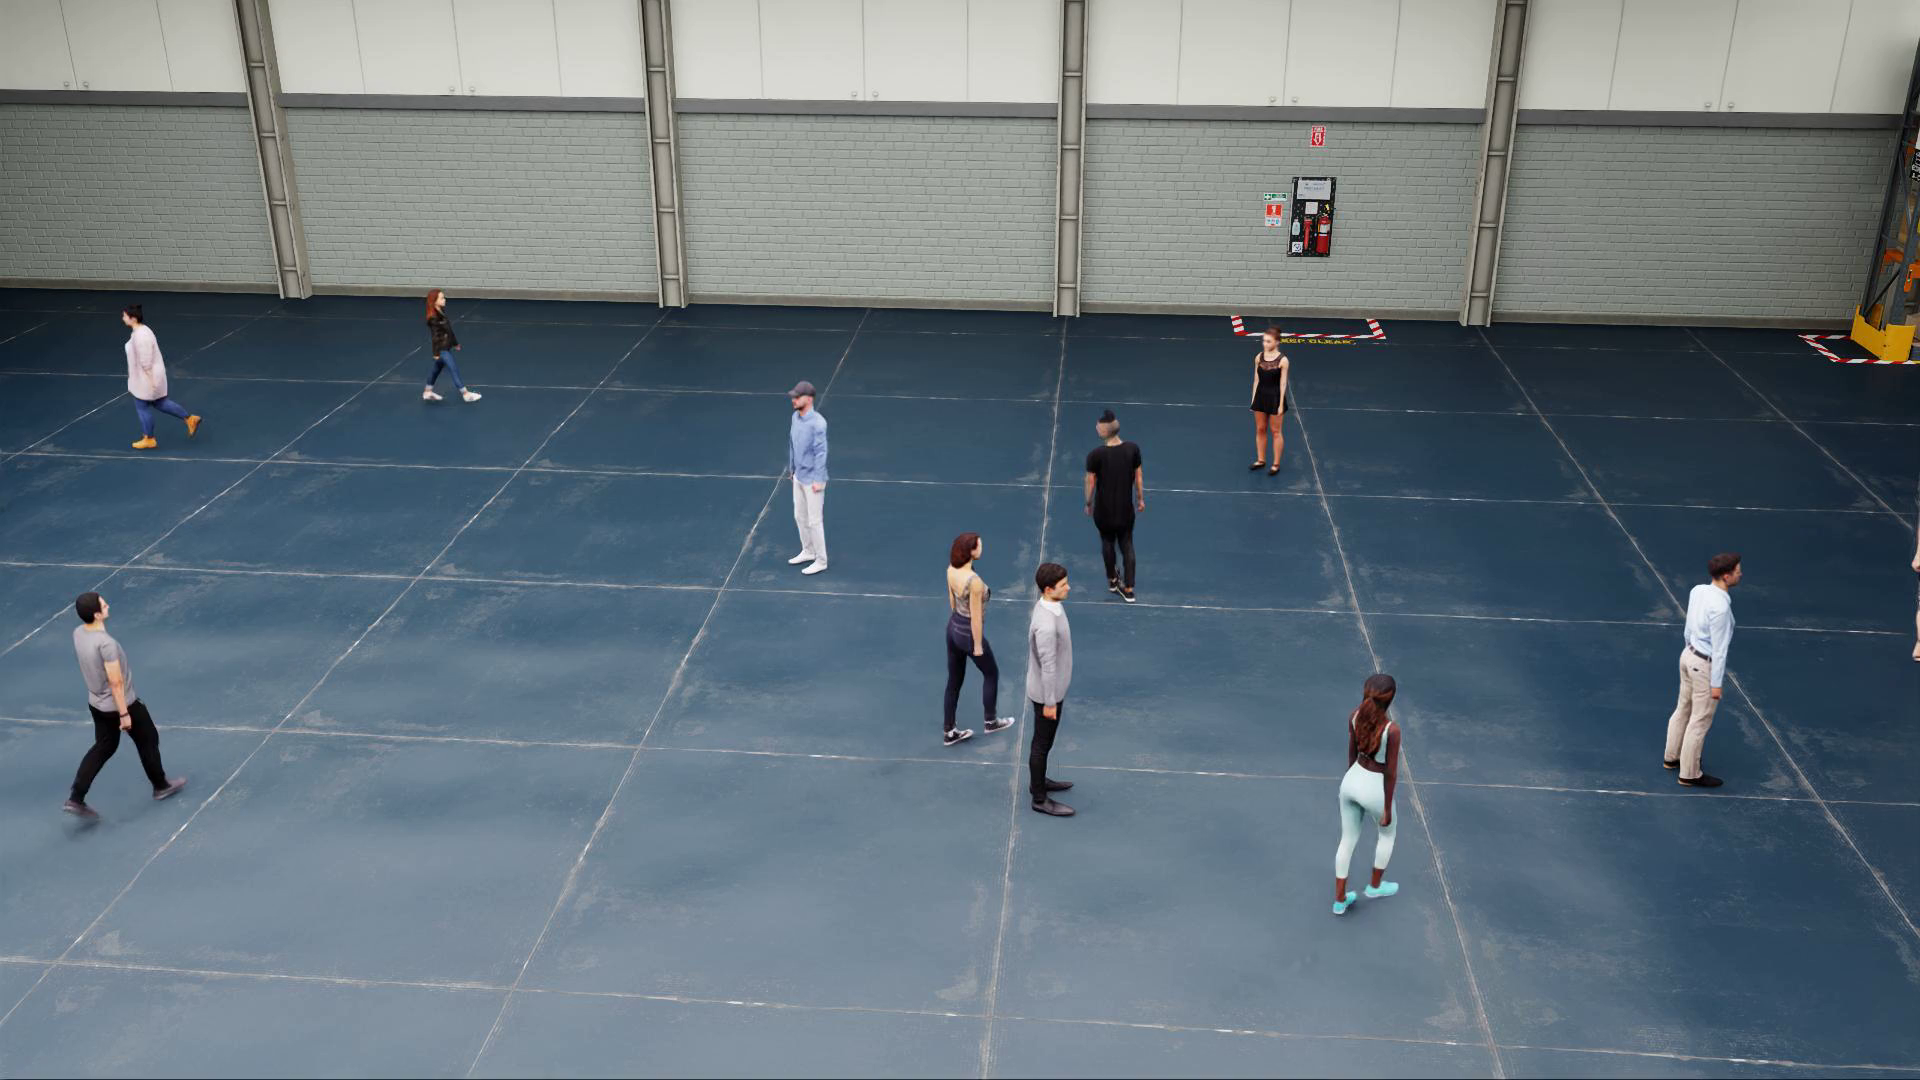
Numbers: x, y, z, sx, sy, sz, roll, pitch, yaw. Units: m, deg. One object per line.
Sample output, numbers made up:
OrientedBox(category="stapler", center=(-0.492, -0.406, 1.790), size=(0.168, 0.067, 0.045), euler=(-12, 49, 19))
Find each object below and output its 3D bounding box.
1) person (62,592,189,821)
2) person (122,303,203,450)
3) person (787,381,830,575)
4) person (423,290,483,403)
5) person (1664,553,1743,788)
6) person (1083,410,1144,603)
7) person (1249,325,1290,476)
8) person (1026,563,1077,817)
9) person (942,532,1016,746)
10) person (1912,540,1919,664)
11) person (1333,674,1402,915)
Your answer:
OrientedBox(category="person", center=(-6.156, 1.211, 11.934), size=(1.138, 1.730, 1.014), euler=(13, 26, 28))
OrientedBox(category="person", center=(-9.321, -1.910, 19.286), size=(1.109, 1.720, 0.903), euler=(-6, 24, -15))
OrientedBox(category="person", center=(-1.448, -0.629, 16.065), size=(0.813, 1.884, 0.758), euler=(-18, 29, -36))
OrientedBox(category="person", center=(-6.542, -2.399, 20.789), size=(1.013, 1.444, 0.703), euler=(-3, 23, -7))
OrientedBox(category="person", center=(5.554, 0.944, 12.412), size=(0.625, 1.848, 0.664), euler=(-1, 23, -2))
OrientedBox(category="person", center=(1.422, -0.315, 15.387), size=(0.779, 1.836, 0.883), euler=(0, 23, 0))
OrientedBox(category="person", center=(3.461, -1.568, 18.534), size=(0.670, 1.679, 0.750), euler=(19, 30, 38))
OrientedBox(category="person", center=(0.635, 1.051, 12.064), size=(0.599, 1.922, 0.722), euler=(2, 23, 5))
OrientedBox(category="person", center=(-0.027, 0.792, 12.888), size=(0.972, 1.754, 0.896), euler=(-16, 28, -33))
OrientedBox(category="person", center=(8.492, 0.204, 14.349), size=(1.011, 1.693, 0.896), euler=(9, 25, 20))
OrientedBox(category="person", center=(2.601, 1.693, 10.831), size=(0.871, 1.706, 0.816), euler=(-20, 30, -38))
